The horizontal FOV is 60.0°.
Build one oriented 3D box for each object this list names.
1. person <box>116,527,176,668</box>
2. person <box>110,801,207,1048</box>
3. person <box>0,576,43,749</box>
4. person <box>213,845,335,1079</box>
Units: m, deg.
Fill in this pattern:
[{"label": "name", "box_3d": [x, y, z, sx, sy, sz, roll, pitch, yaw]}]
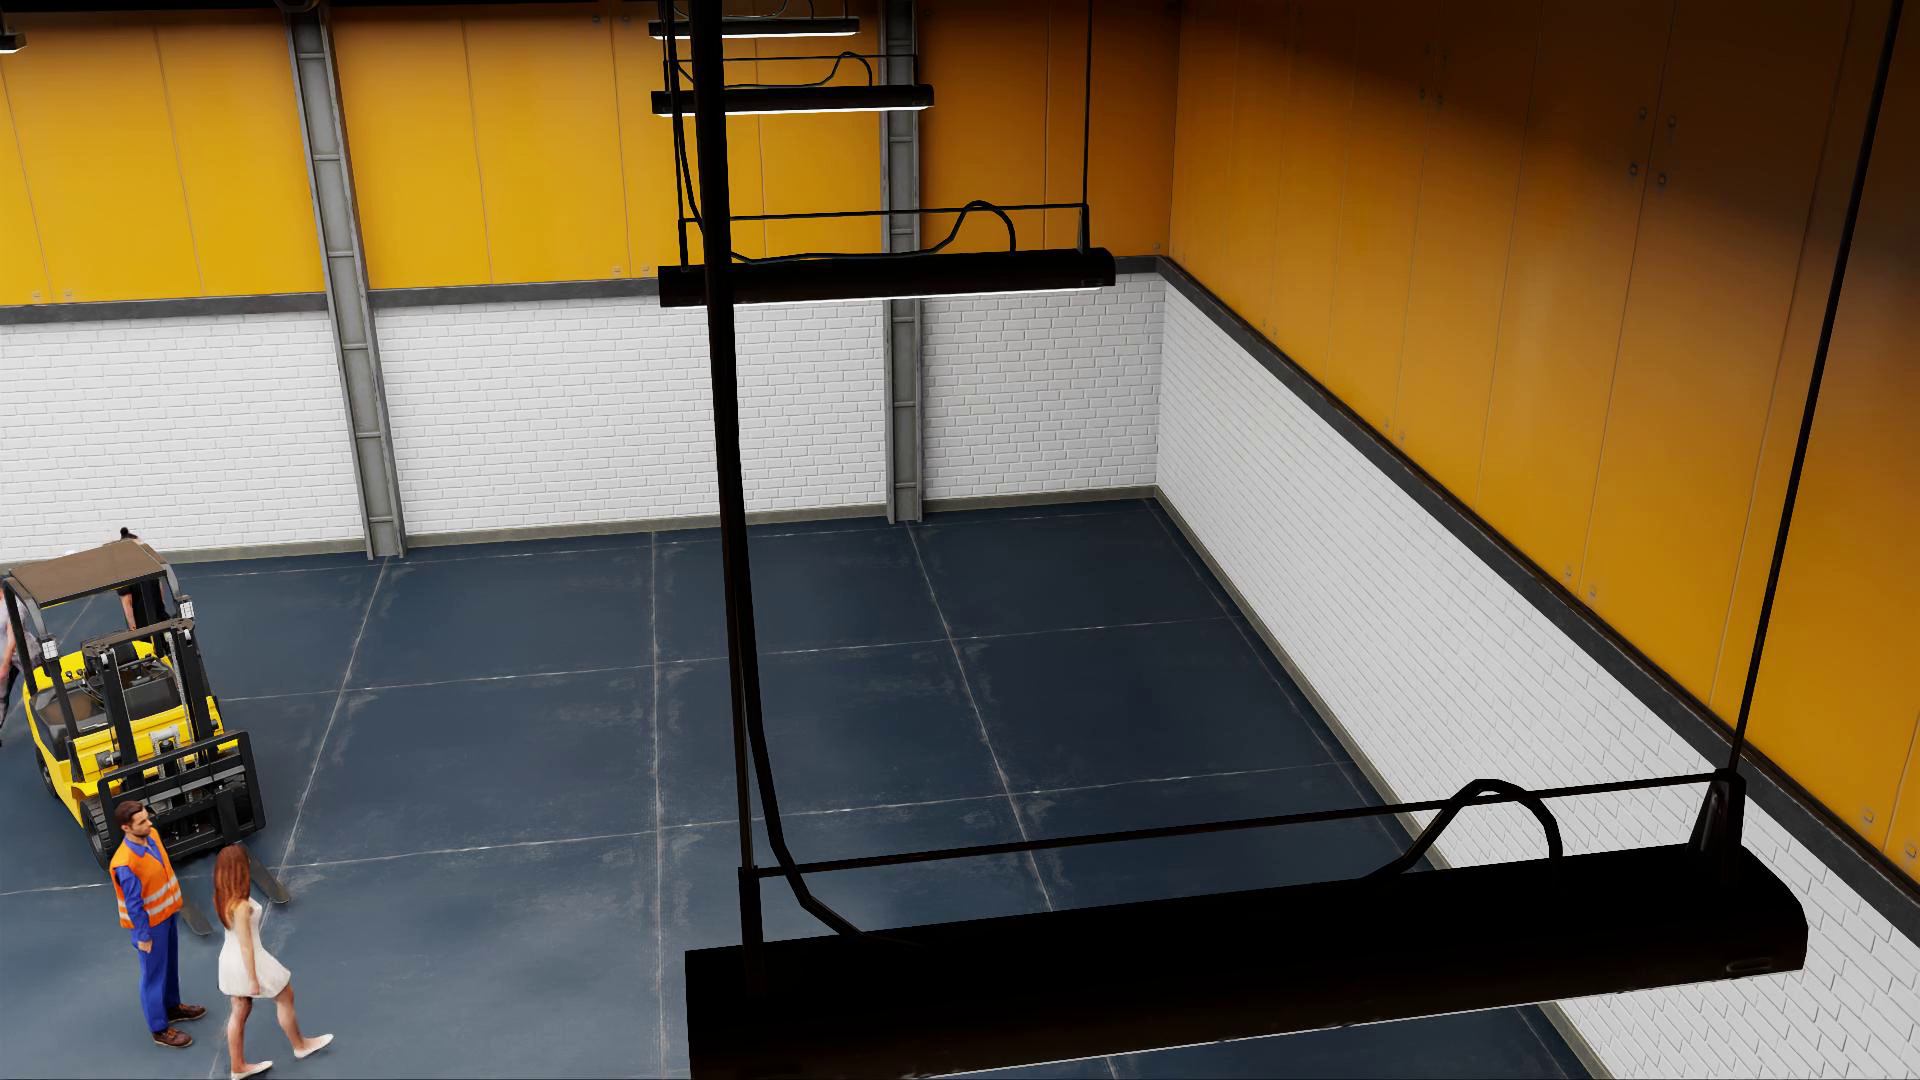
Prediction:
[{"label": "person", "box_3d": [-7.641, 0.727, 15.487, 0.843, 1.854, 0.814, 10, 25, 21]}, {"label": "person", "box_3d": [-5.472, 2.563, 11.277, 0.626, 1.862, 0.714, -2, 24, -4]}, {"label": "person", "box_3d": [-8.351, 1.021, 14.932, 1.198, 1.761, 1.208, 15, 28, 31]}, {"label": "person", "box_3d": [-4.782, 2.822, 10.914, 0.993, 1.678, 0.863, -19, 30, -37]}]
